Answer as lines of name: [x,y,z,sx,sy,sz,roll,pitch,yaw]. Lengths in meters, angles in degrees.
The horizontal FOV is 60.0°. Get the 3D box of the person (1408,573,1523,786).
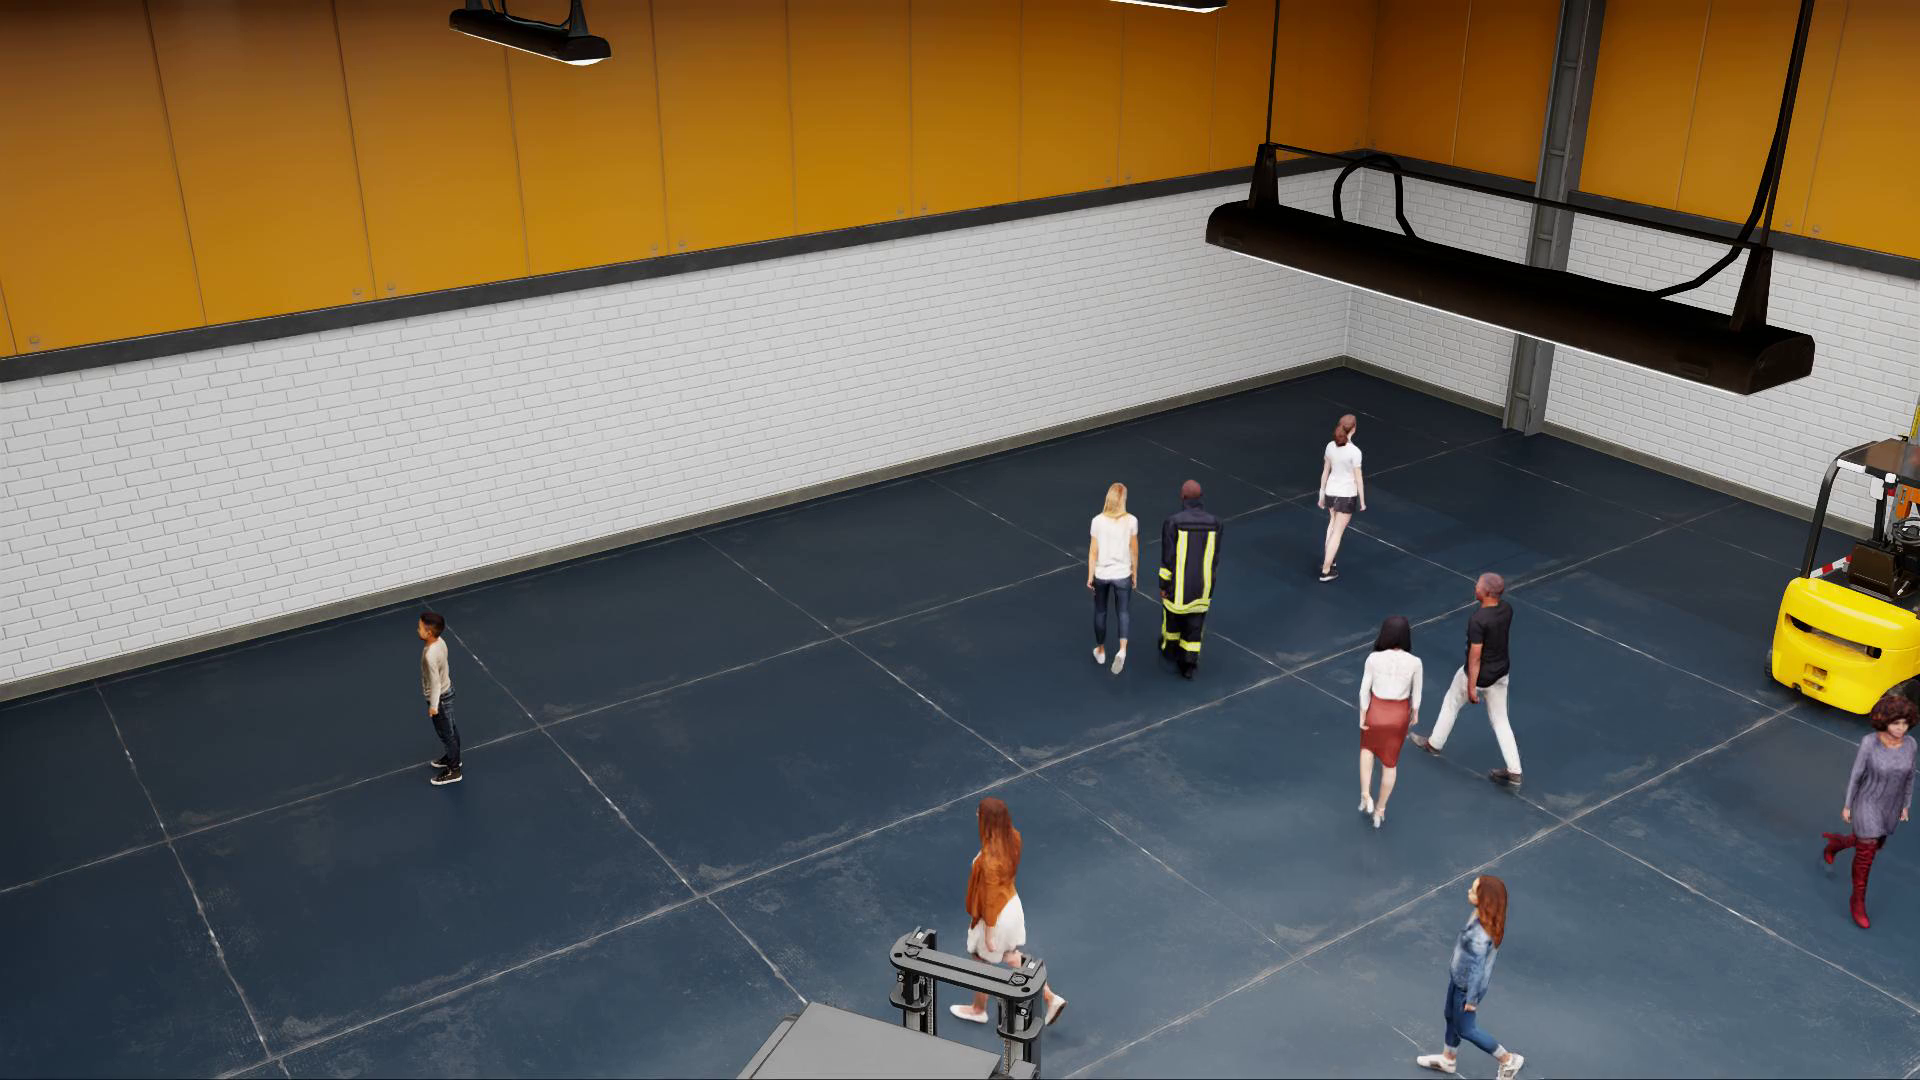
person: [4.245,1.136,13.232,0.654,1.751,1.223,-15,28,-31]

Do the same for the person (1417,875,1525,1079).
person: [3.160,2.676,10.066,0.942,1.464,0.834,8,25,18]

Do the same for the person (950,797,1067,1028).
person: [0.318,2.377,10.453,1.093,1.702,0.894,12,26,25]

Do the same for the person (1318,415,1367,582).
person: [3.774,-0.390,16.744,0.690,1.735,0.644,-20,31,-38]

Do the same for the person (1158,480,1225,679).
person: [2.079,0.388,14.905,0.999,1.781,1.113,-4,24,-10]

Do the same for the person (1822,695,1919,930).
person: [6.406,1.841,11.699,0.946,1.687,1.106,0,24,-1]

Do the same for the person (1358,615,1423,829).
person: [3.241,1.418,12.599,0.716,1.741,0.785,6,24,13]

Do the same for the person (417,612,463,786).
person: [-4.171,1.244,13.342,0.685,1.464,0.560,-5,24,-11]

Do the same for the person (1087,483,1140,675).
person: [1.381,0.382,14.912,0.938,1.786,1.058,0,24,0]
